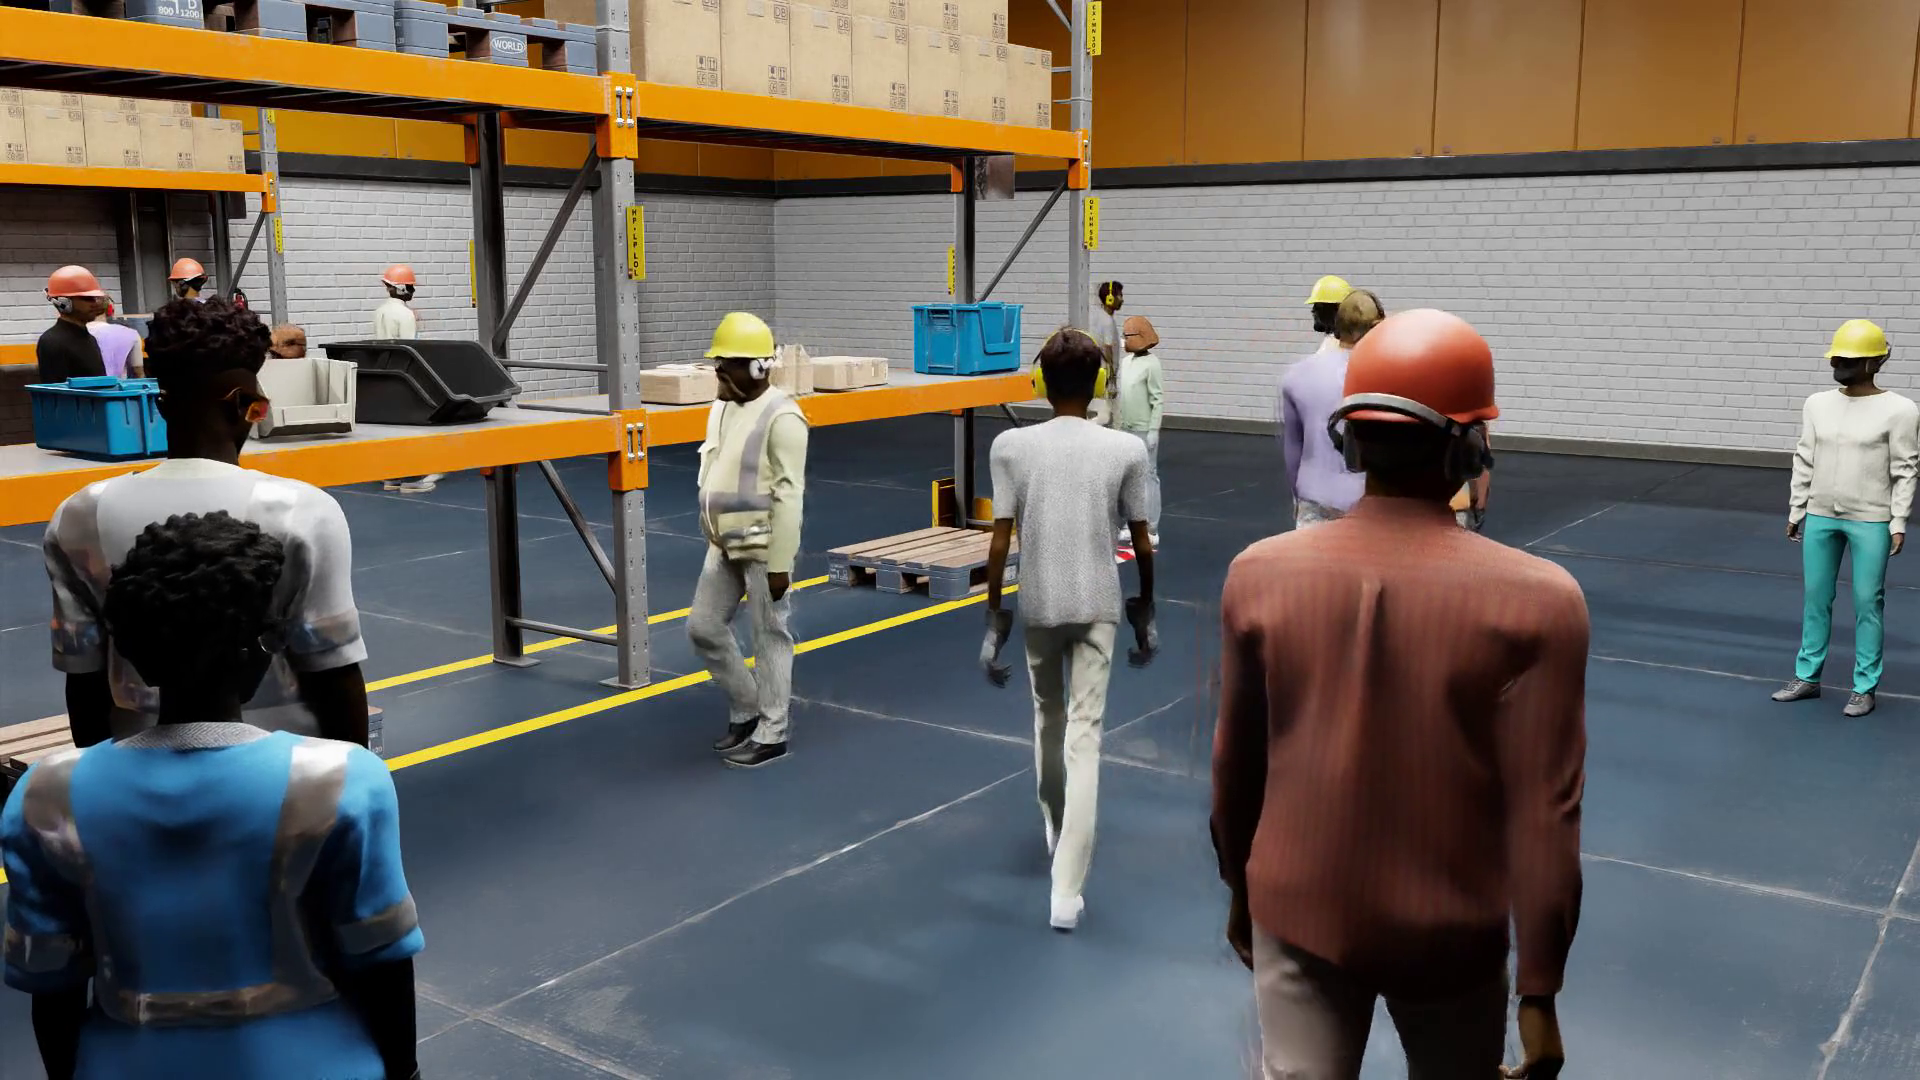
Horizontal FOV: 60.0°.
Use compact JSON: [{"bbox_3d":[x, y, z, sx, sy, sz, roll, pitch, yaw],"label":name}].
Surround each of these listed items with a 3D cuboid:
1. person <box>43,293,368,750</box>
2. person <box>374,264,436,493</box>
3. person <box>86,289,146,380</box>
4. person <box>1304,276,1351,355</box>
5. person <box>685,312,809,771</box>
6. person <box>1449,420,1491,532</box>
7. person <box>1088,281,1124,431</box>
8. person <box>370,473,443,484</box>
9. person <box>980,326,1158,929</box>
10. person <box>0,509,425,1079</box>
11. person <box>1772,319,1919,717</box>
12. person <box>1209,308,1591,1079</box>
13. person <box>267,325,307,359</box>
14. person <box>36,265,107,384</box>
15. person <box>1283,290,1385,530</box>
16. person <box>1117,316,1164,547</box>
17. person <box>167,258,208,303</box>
[{"bbox_3d":[-1.449,0.498,3.317,0.604,1.959,0.378,0,10,2],"label":"person"},{"bbox_3d":[-4.891,-1.414,14.598,0.623,1.992,0.397,9,13,44],"label":"person"},{"bbox_3d":[-6.347,-0.955,12.381,0.561,1.817,0.598,-3,10,-18],"label":"person"},{"bbox_3d":[2.333,-0.697,10.524,0.363,1.928,0.587,2,10,10],"label":"person"},{"bbox_3d":[-0.839,0.017,6.580,0.442,1.820,0.618,-8,12,-39],"label":"person"},{"bbox_3d":[2.346,-0.160,8.262,0.543,1.608,0.731,2,10,14],"label":"person"},{"bbox_3d":[1.357,-1.568,16.000,0.842,1.841,0.518,0,10,-1],"label":"person"},{"bbox_3d":[-5.041,-1.283,14.978,0.549,1.592,0.824,7,12,37],"label":"person"},{"bbox_3d":[0.357,0.237,5.300,0.545,1.812,0.973,1,10,8],"label":"person"},{"bbox_3d":[-0.988,0.803,2.284,0.529,1.695,0.321,-1,10,-4],"label":"person"},{"bbox_3d":[3.960,-0.096,7.434,0.317,1.766,0.534,-7,12,-34],"label":"person"},{"bbox_3d":[0.724,0.595,2.776,0.644,1.937,1.045,6,11,32],"label":"person"},{"bbox_3d":[-4.683,-0.669,11.351,0.739,1.596,0.539,-8,13,-41],"label":"person"},{"bbox_3d":[-5.025,-0.563,9.528,0.391,1.995,0.613,-1,10,-8],"label":"person"},{"bbox_3d":[1.753,-0.166,7.467,0.653,1.880,1.027,7,12,37],"label":"person"},{"bbox_3d":[1.270,-0.768,11.824,0.286,1.631,0.501,-4,10,-23],"label":"person"},{"bbox_3d":[-6.581,-1.392,14.322,0.375,2.043,0.611,1,10,5],"label":"person"}]
